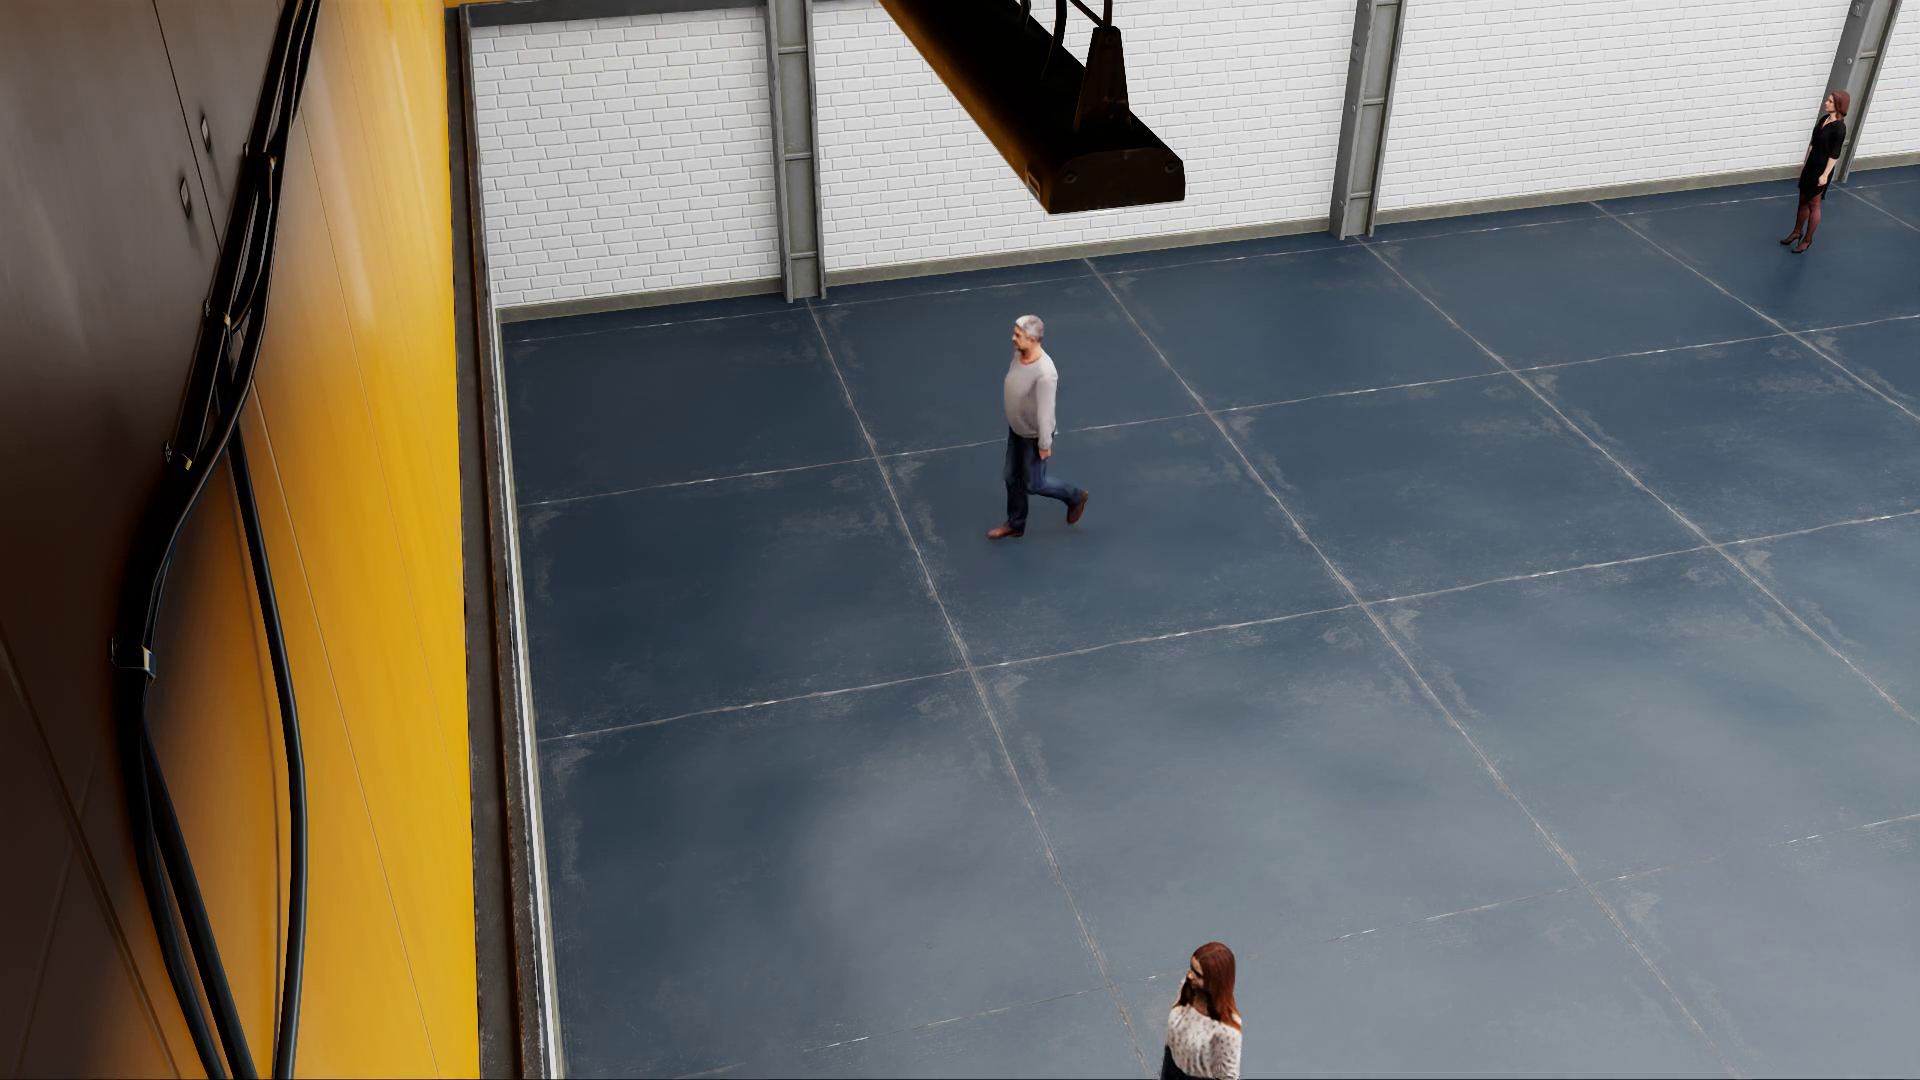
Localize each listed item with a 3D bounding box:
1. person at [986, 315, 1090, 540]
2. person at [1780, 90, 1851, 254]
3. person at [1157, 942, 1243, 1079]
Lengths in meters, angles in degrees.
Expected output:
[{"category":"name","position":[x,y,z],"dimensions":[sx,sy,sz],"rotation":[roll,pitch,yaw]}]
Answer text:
[{"category":"person","position":[0.601,-0.833,12.544],"dimensions":[1.064,1.891,0.793],"rotation":[-12,35,-17]},{"category":"person","position":[8.876,-3.815,17.196],"dimensions":[0.550,1.706,0.622],"rotation":[-2,34,-3]},{"category":"person","position":[1.101,2.493,7.686],"dimensions":[0.587,1.729,0.631],"rotation":[-18,37,-24]}]
